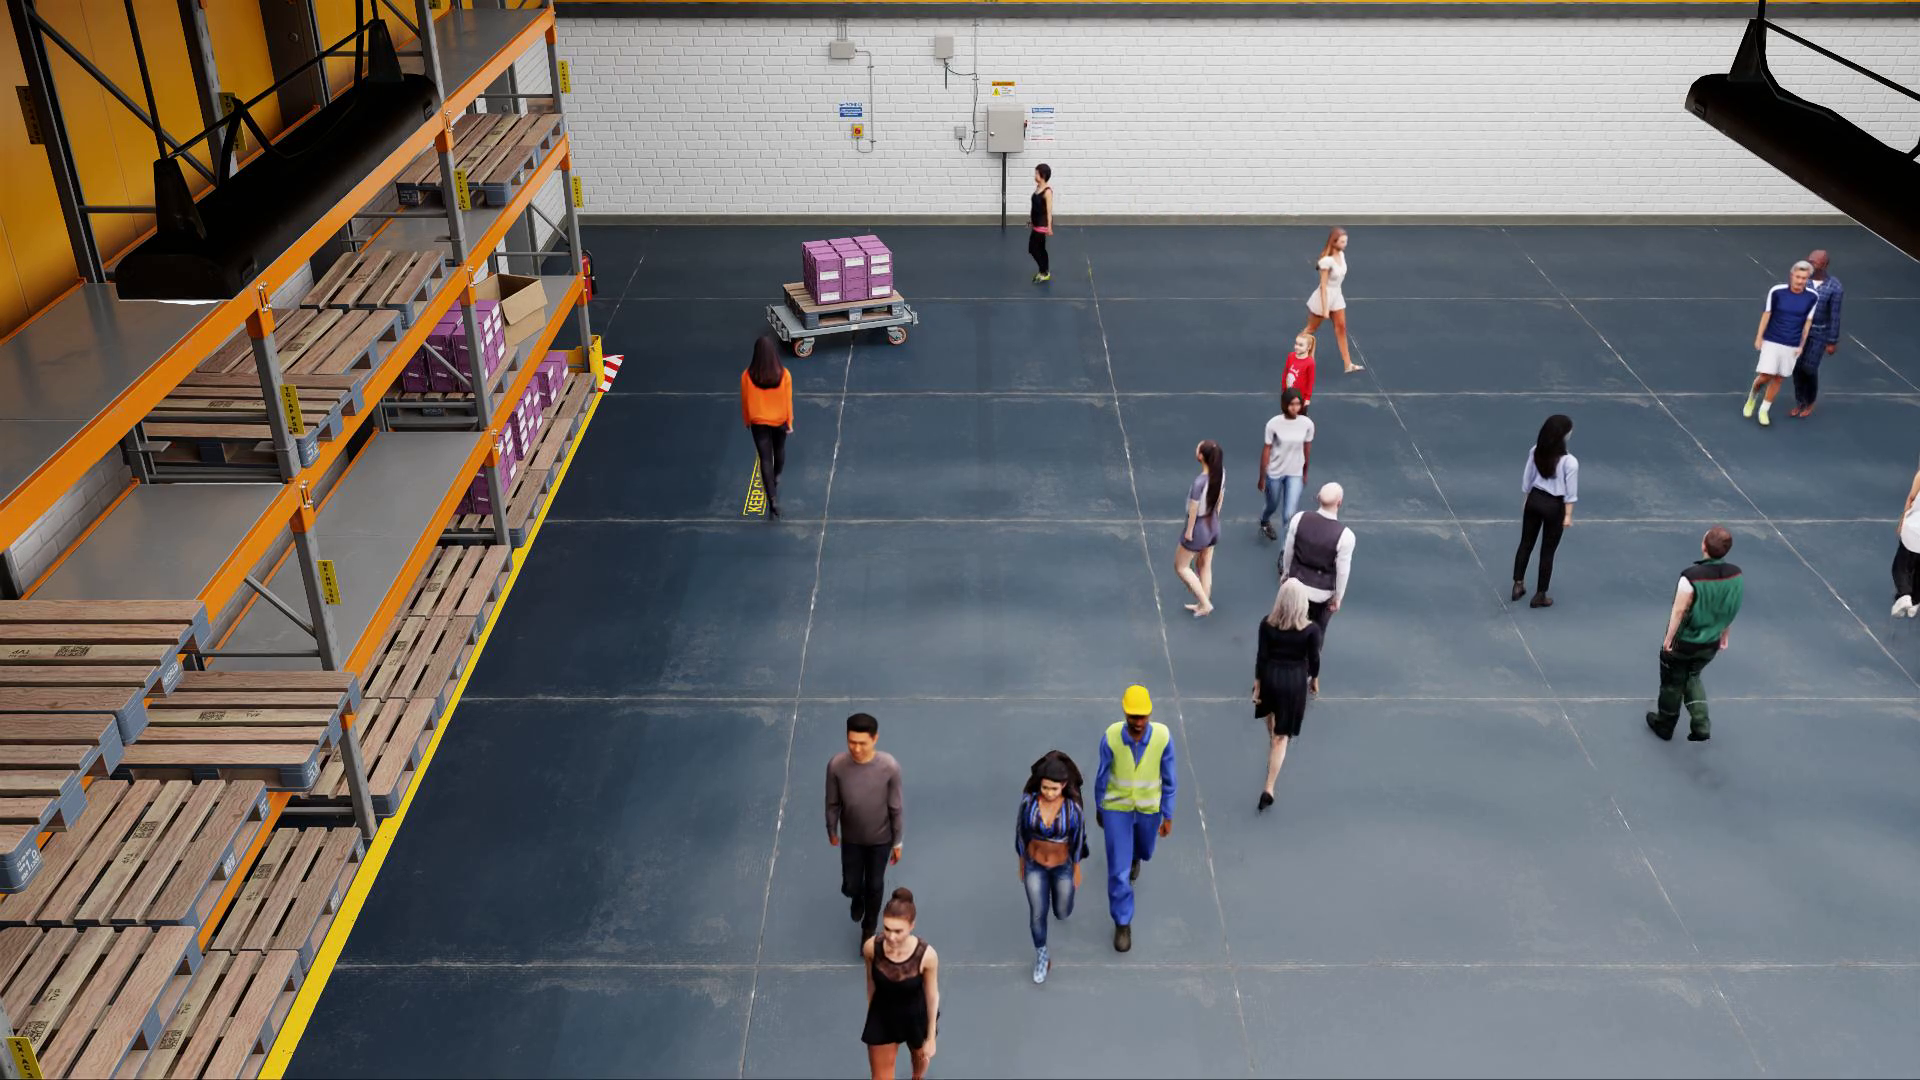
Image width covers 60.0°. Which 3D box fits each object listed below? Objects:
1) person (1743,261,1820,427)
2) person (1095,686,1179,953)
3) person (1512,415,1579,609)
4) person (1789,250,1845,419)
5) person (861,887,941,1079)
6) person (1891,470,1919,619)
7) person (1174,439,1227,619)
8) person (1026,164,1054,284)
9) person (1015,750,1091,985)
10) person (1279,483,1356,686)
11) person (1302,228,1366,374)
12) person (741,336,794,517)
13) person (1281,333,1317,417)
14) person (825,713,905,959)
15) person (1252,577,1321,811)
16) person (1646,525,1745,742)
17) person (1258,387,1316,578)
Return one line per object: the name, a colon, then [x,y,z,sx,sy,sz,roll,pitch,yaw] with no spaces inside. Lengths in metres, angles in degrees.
person: [8.575,-2.089,17.364,0.699,1.822,0.720,8,30,14]
person: [1.099,1.648,10.549,0.660,1.788,1.107,-1,29,-2]
person: [4.943,-0.248,14.070,0.784,1.745,0.697,-21,35,-34]
person: [9.026,-2.187,17.576,0.890,1.792,0.809,-23,36,-36]
person: [-0.285,2.546,9.065,0.745,1.632,1.126,6,29,11]
person: [8.053,-0.068,13.814,0.797,1.675,0.918,10,30,17]
person: [2.076,-0.049,13.815,0.734,1.640,0.793,-25,37,-38]
person: [1.102,-4.049,21.253,0.645,1.539,0.539,-5,29,-10]
person: [0.565,1.955,10.176,0.735,1.606,0.898,7,29,12]
person: [2.668,0.432,12.765,1.001,1.800,1.144,13,31,23]
person: [4.041,-2.680,18.633,1.059,1.645,1.141,-24,37,-37]
person: [-1.783,-1.033,15.556,0.772,1.700,1.134,-5,29,-10]
person: [3.411,-1.484,16.822,0.588,1.280,0.643,23,36,35]
person: [-0.558,1.772,10.355,0.731,1.756,0.667,0,29,0]
person: [2.240,1.110,11.616,0.849,1.711,1.181,8,30,14]
person: [5.392,0.750,12.151,0.723,1.831,0.883,-5,29,-9]
person: [2.860,-0.584,14.751,0.611,1.684,1.089,-1,29,-2]
